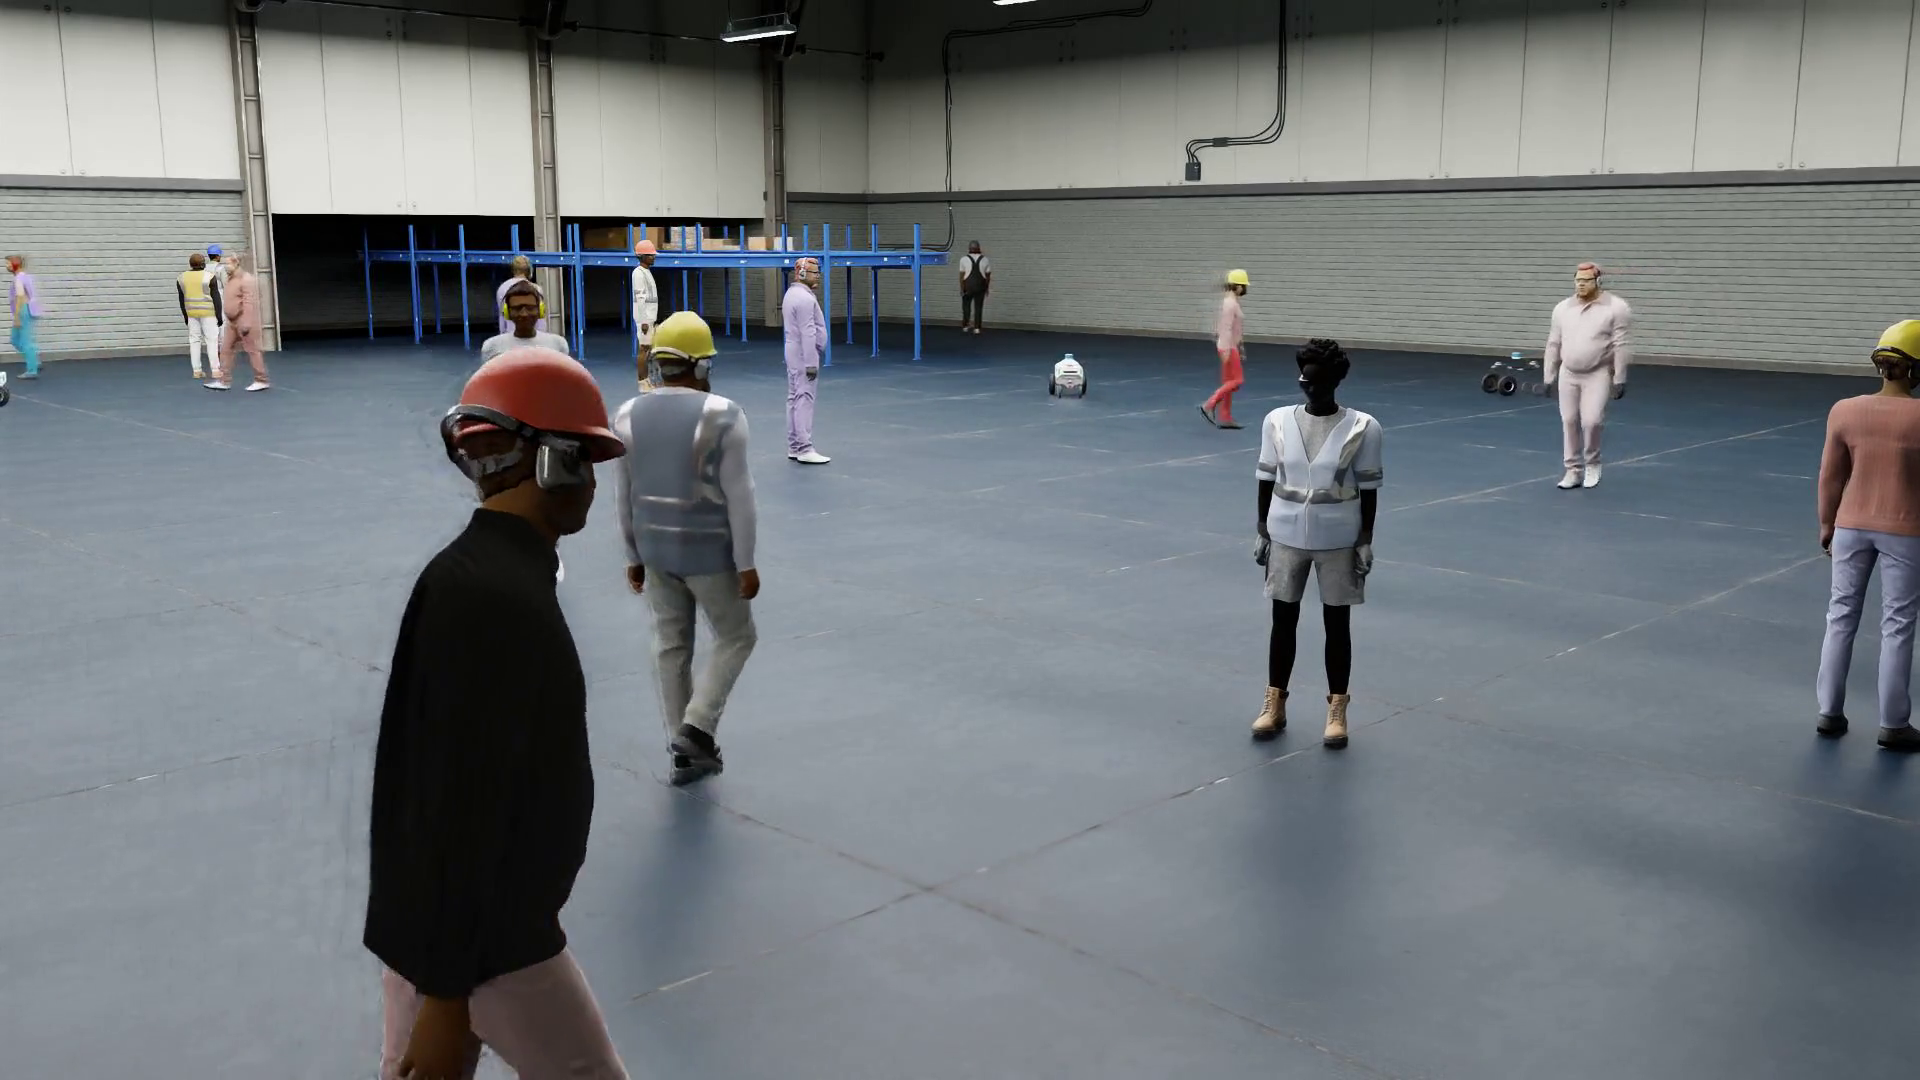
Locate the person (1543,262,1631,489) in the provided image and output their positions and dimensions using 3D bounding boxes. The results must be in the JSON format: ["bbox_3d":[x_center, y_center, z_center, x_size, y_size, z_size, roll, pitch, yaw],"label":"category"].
[{"bbox_3d":[5.174,-1.355,13.829,0.669,1.887,0.445,9,14,42],"label":"person"}]

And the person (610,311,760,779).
[{"bbox_3d":[-1.039,0.036,6.413,0.615,1.822,0.414,4,11,21],"label":"person"}]

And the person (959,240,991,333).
[{"bbox_3d":[0.298,-5.509,36.187,0.696,2.000,0.925,-2,11,-9],"label":"person"}]

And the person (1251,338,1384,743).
[{"bbox_3d":[1.482,0.005,6.953,0.533,1.692,0.319,5,11,24],"label":"person"}]

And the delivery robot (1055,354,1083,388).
[{"bbox_3d":[1.441,-2.223,22.050,0.477,0.478,0.707,0,10,0],"label":"delivery robot"}]

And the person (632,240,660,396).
[{"bbox_3d":[-4.141,-2.938,22.042,0.371,2.044,0.608,0,10,-2],"label":"person"}]

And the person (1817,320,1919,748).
[{"bbox_3d":[3.858,-0.029,6.935,0.318,1.767,0.534,-8,13,-37],"label":"person"}]

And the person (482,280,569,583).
[{"bbox_3d":[-2.511,-0.575,9.686,0.520,1.849,0.464,-3,11,-16],"label":"person"}]

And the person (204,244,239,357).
[{"bbox_3d":[-12.939,-4.163,28.980,0.603,1.949,0.384,4,11,18],"label":"person"}]

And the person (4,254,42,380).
[{"bbox_3d":[-13.809,-3.281,24.479,0.456,1.829,0.599,-5,12,-25],"label":"person"}]

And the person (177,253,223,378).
[{"bbox_3d":[-11.273,-3.337,24.763,0.625,1.847,0.429,1,10,4],"label":"person"}]

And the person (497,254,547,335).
[{"bbox_3d":[-4.871,-2.203,18.417,0.641,1.911,0.903,7,12,32],"label":"person"}]

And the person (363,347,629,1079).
[{"bbox_3d":[-0.766,0.646,2.842,1.008,1.914,0.672,-5,12,-27],"label":"person"}]

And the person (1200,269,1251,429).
[{"bbox_3d":[2.952,-2.086,18.217,0.442,1.750,0.525,2,11,12],"label":"person"}]

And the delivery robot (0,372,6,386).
[{"bbox_3d":[-12.277,-1.974,20.695,0.707,0.478,0.477,-5,12,-29],"label":"delivery robot"}]

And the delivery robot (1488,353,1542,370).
[{"bbox_3d":[7.455,-2.399,22.315,0.698,0.223,0.335,-2,11,-13],"label":"delivery robot"}]

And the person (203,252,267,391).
[{"bbox_3d":[-9.831,-2.932,22.470,0.664,1.867,0.897,8,13,36],"label":"person"}]

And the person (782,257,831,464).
[{"bbox_3d":[-1.438,-1.681,15.571,0.400,1.905,0.643,-3,11,-18],"label":"person"}]
